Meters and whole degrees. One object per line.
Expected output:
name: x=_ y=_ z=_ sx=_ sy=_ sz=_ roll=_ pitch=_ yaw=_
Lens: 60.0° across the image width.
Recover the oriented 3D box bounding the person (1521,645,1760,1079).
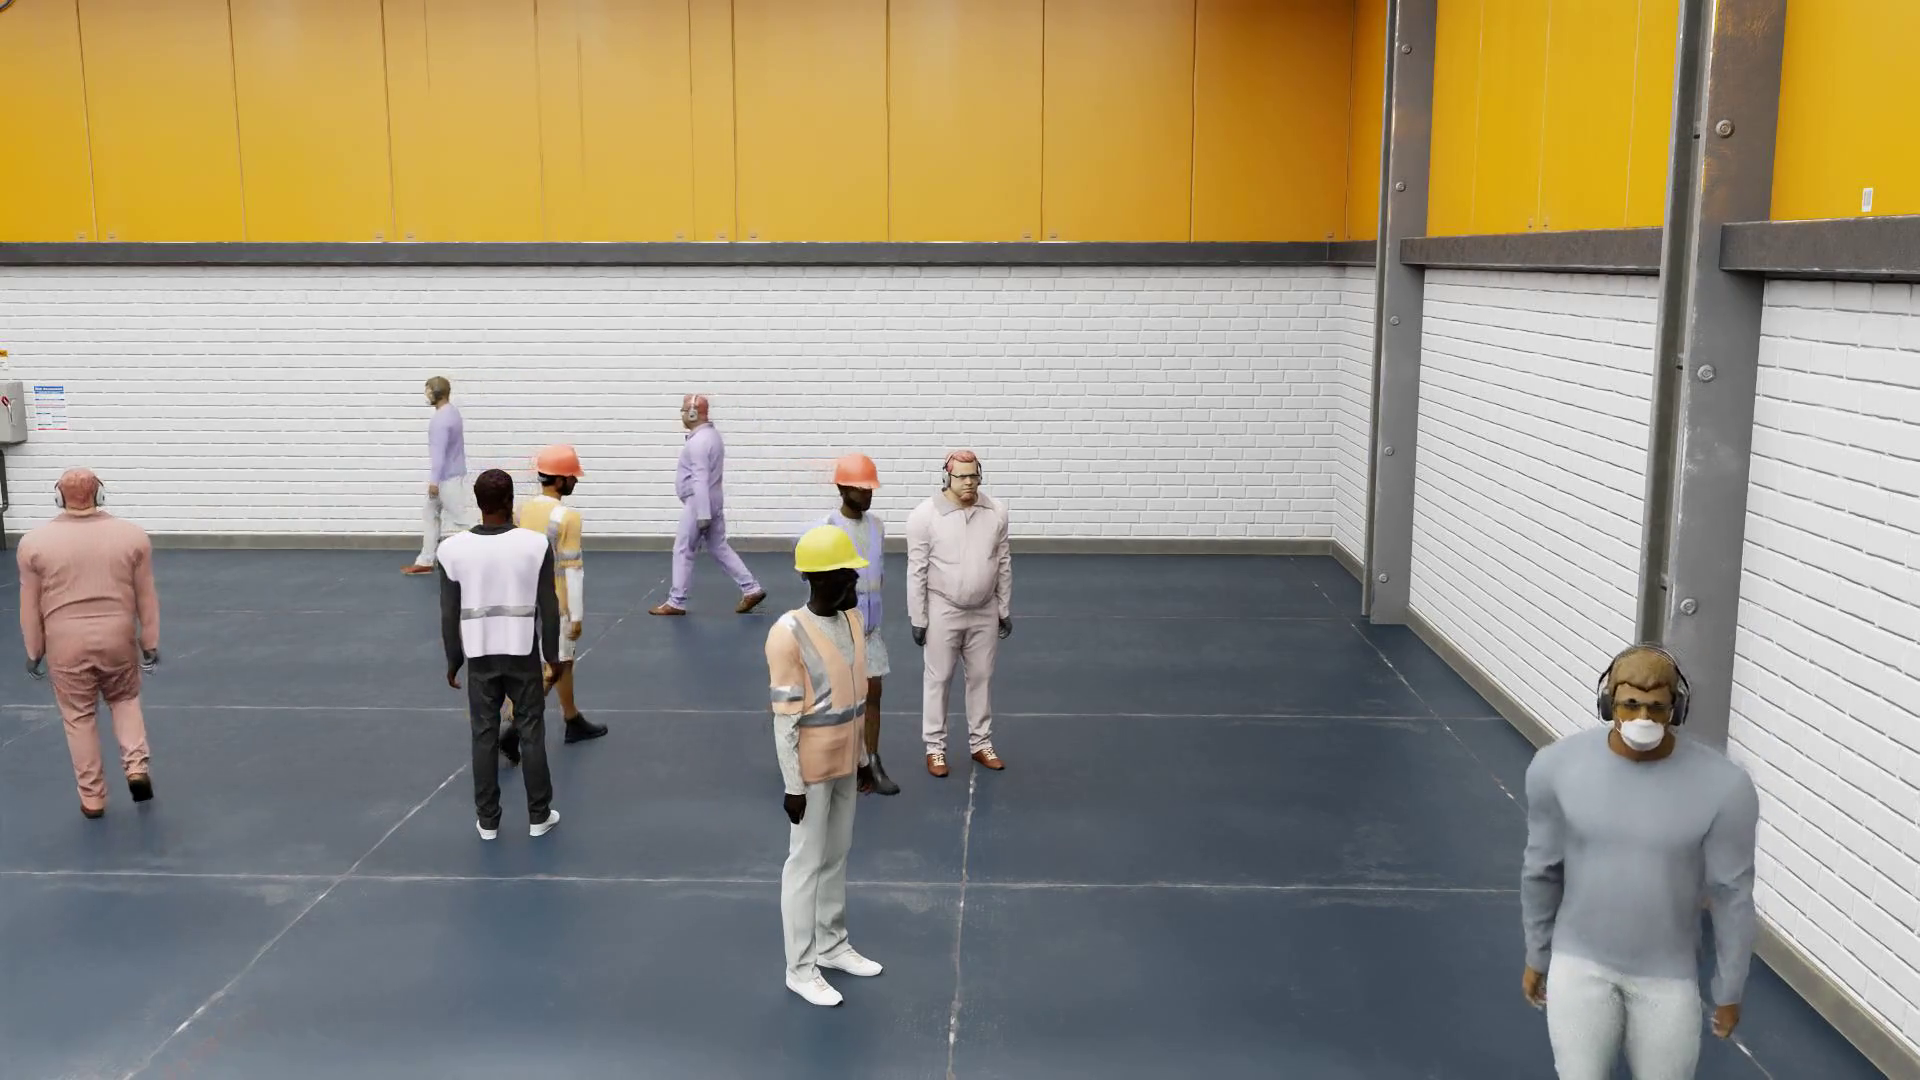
person: x=1.982 y=1.214 z=4.901 sx=0.637 sy=1.919 sz=0.760 roll=5 pitch=11 yaw=28

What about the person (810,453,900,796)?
person: x=-0.649 y=0.452 z=9.346 sx=0.721 sy=1.922 sz=0.555 roll=10 pitch=14 yaw=44

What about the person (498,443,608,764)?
person: x=-2.478 y=0.368 z=9.910 sx=0.544 sy=1.902 sz=0.896 roll=8 pitch=12 yaw=37

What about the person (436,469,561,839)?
person: x=-2.349 y=0.593 z=8.539 sx=0.587 sy=1.915 sz=0.393 roll=-1 pitch=10 yaw=-8

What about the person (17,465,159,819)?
person: x=-4.650 y=0.547 z=8.899 sx=0.644 sy=1.891 sz=0.419 roll=-7 pitch=12 yaw=-35

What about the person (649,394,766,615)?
person: x=-2.096 y=-0.289 z=13.843 sx=0.936 sy=1.871 sz=0.654 roll=1 pitch=10 yaw=5

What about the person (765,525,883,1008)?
person: x=-0.542 y=0.892 z=6.740 sx=0.354 sy=1.930 sz=0.588 roll=5 pitch=11 yaw=27

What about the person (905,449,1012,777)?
person: x=0.009 y=0.418 z=9.612 sx=0.641 sy=1.902 sz=0.402 roll=-4 pitch=11 yaw=-24

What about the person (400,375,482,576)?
person: x=-4.738 y=-0.594 z=15.540 sx=0.978 sy=1.902 sz=0.643 roll=-2 pitch=10 yaw=-12
